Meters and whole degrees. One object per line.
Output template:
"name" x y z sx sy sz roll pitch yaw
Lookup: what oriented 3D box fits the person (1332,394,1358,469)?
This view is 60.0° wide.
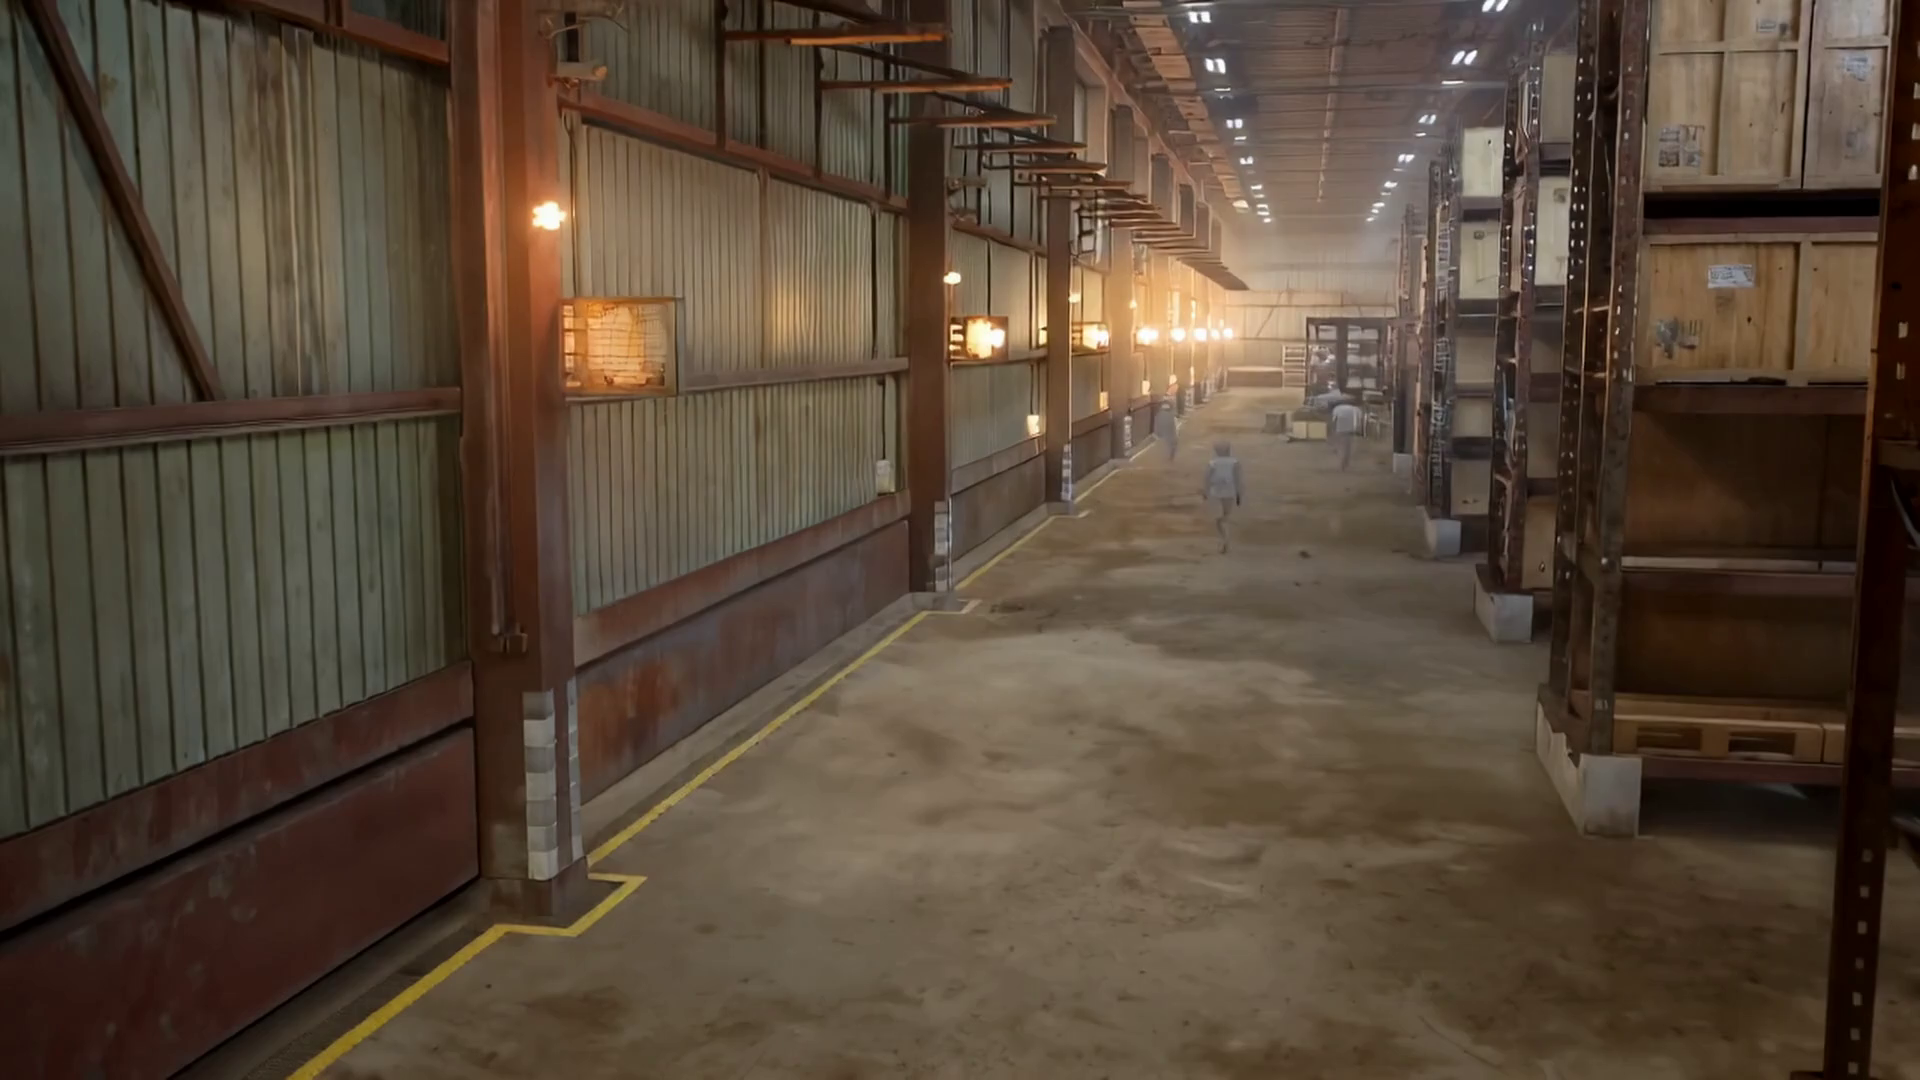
"person" 8.741 -2.466 37.767 0.543 1.707 0.914 1 7 7

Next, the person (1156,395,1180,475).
"person" 4.537 -2.272 36.083 0.588 1.737 0.454 5 9 34

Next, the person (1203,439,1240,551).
"person" 3.693 -0.612 23.322 0.537 1.616 0.639 -1 7 -9
